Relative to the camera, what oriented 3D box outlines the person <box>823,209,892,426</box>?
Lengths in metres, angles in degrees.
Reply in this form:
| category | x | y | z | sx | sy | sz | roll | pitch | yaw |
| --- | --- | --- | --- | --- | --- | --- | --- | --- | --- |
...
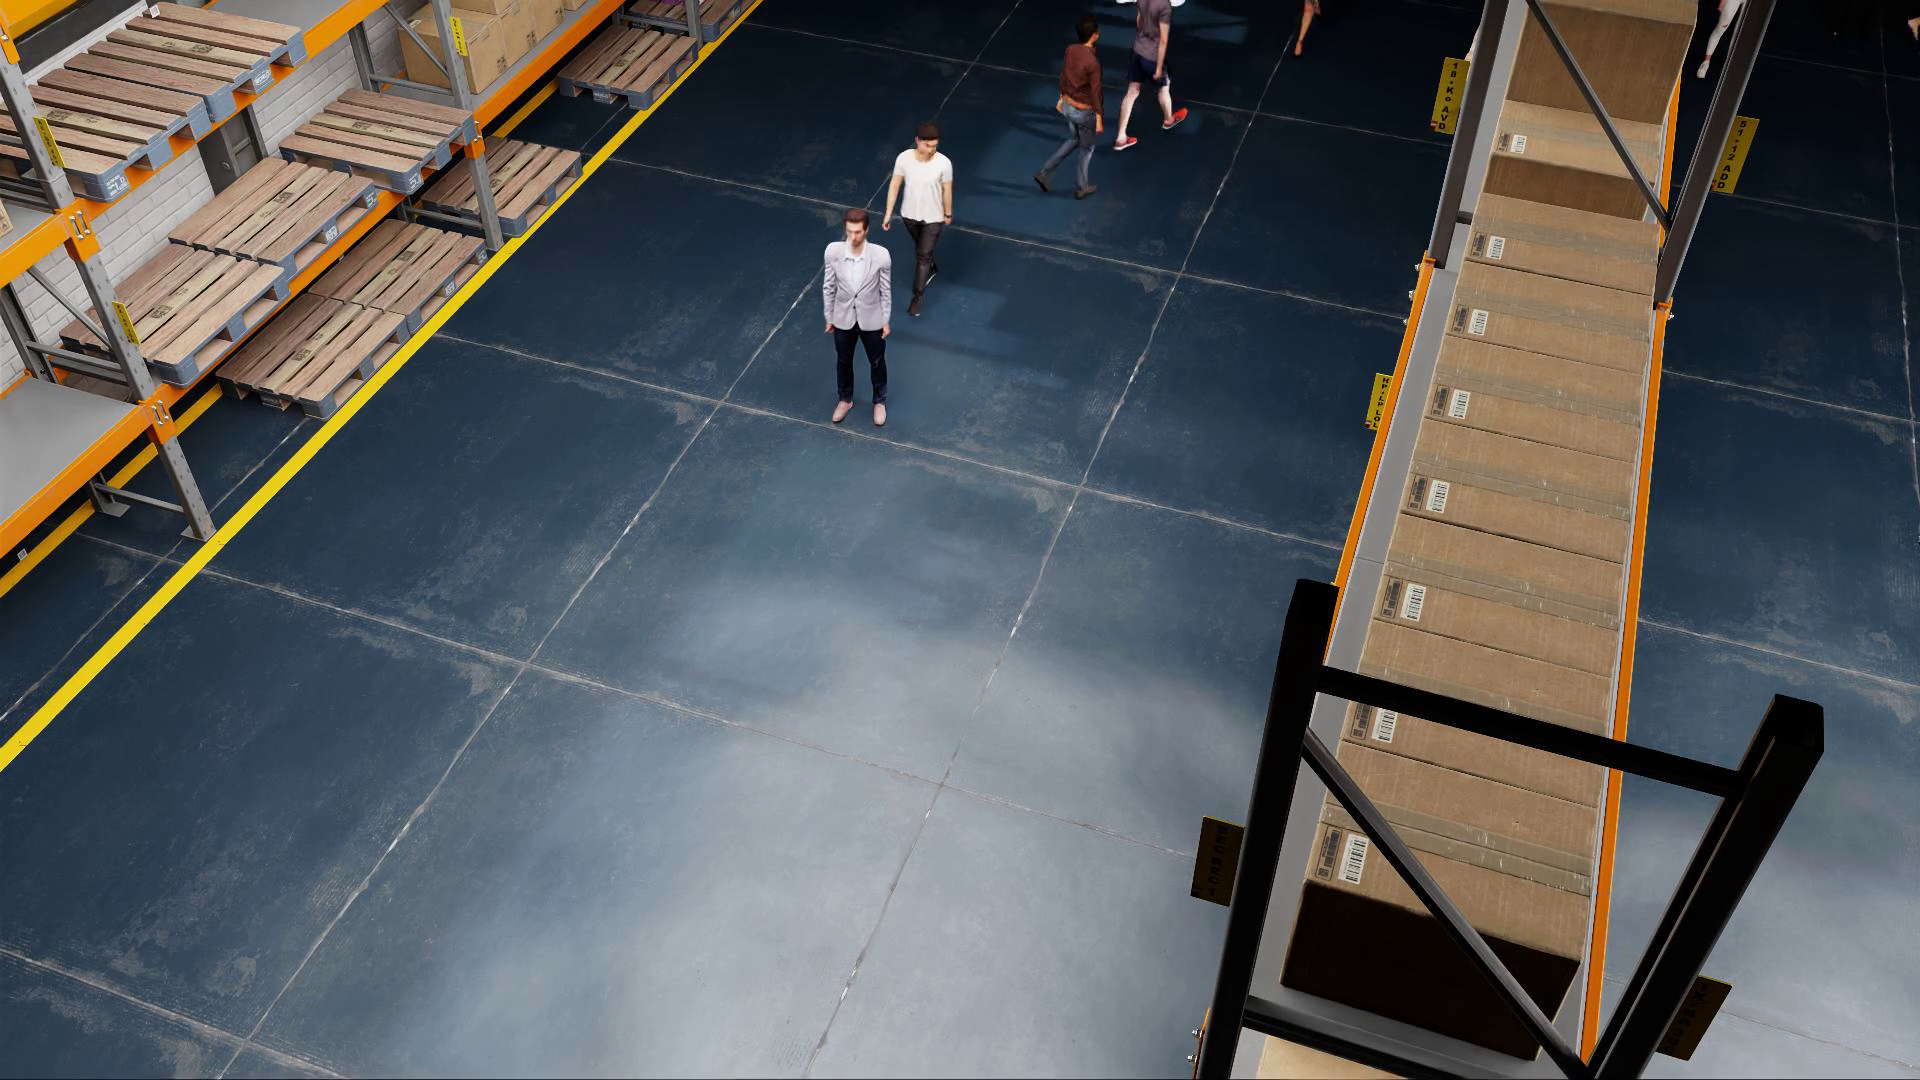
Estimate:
| category | x | y | z | sx | sy | sz | roll | pitch | yaw |
| --- | --- | --- | --- | --- | --- | --- | --- | --- | --- |
| person | -0.763 | -1.702 | 12.592 | 0.724 | 1.855 | 0.653 | 5 | 44 | 6 |

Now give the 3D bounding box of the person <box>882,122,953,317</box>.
| category | x | y | z | sx | sy | sz | roll | pitch | yaw |
| --- | --- | --- | --- | --- | --- | --- | --- | --- | --- |
| person | -0.282 | -2.773 | 13.847 | 0.686 | 1.676 | 1.025 | 18 | 46 | 18 |

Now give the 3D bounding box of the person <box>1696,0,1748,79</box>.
| category | x | y | z | sx | sy | sz | roll | pitch | yaw |
| --- | --- | --- | --- | --- | --- | --- | --- | --- | --- |
| person | 7.825 | -5.431 | 16.620 | 0.647 | 1.700 | 0.557 | 8 | 44 | 8 |

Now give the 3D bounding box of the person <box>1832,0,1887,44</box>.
| category | x | y | z | sx | sy | sz | roll | pitch | yaw |
| --- | --- | --- | --- | --- | --- | --- | --- | --- | --- |
| person | 9.515 | -5.961 | 17.205 | 0.637 | 1.660 | 0.612 | 2 | 44 | 2 |

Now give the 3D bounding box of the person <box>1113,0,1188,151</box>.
| category | x | y | z | sx | sy | sz | roll | pitch | yaw |
| --- | --- | --- | --- | --- | --- | --- | --- | --- | --- |
| person | 1.700 | -4.484 | 15.554 | 1.272 | 1.798 | 1.057 | -30 | 51 | -28 |

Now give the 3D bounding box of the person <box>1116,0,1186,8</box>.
| category | x | y | z | sx | sy | sz | roll | pitch | yaw |
| --- | --- | --- | --- | --- | --- | --- | --- | --- | --- |
| person | 1.965 | -6.536 | 17.697 | 1.049 | 1.813 | 1.059 | -8 | 44 | -9 |

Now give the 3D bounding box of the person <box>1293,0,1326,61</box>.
| category | x | y | z | sx | sy | sz | roll | pitch | yaw |
| --- | --- | --- | --- | --- | --- | --- | --- | --- | --- |
| person | 3.659 | -5.880 | 17.007 | 0.667 | 1.815 | 1.110 | 19 | 47 | 19 |

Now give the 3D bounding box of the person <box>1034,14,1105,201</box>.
| category | x | y | z | sx | sy | sz | roll | pitch | yaw |
| --- | --- | --- | --- | --- | --- | --- | --- | --- | --- |
| person | 0.986 | -3.807 | 14.872 | 1.028 | 1.758 | 0.945 | -22 | 48 | -22 |
